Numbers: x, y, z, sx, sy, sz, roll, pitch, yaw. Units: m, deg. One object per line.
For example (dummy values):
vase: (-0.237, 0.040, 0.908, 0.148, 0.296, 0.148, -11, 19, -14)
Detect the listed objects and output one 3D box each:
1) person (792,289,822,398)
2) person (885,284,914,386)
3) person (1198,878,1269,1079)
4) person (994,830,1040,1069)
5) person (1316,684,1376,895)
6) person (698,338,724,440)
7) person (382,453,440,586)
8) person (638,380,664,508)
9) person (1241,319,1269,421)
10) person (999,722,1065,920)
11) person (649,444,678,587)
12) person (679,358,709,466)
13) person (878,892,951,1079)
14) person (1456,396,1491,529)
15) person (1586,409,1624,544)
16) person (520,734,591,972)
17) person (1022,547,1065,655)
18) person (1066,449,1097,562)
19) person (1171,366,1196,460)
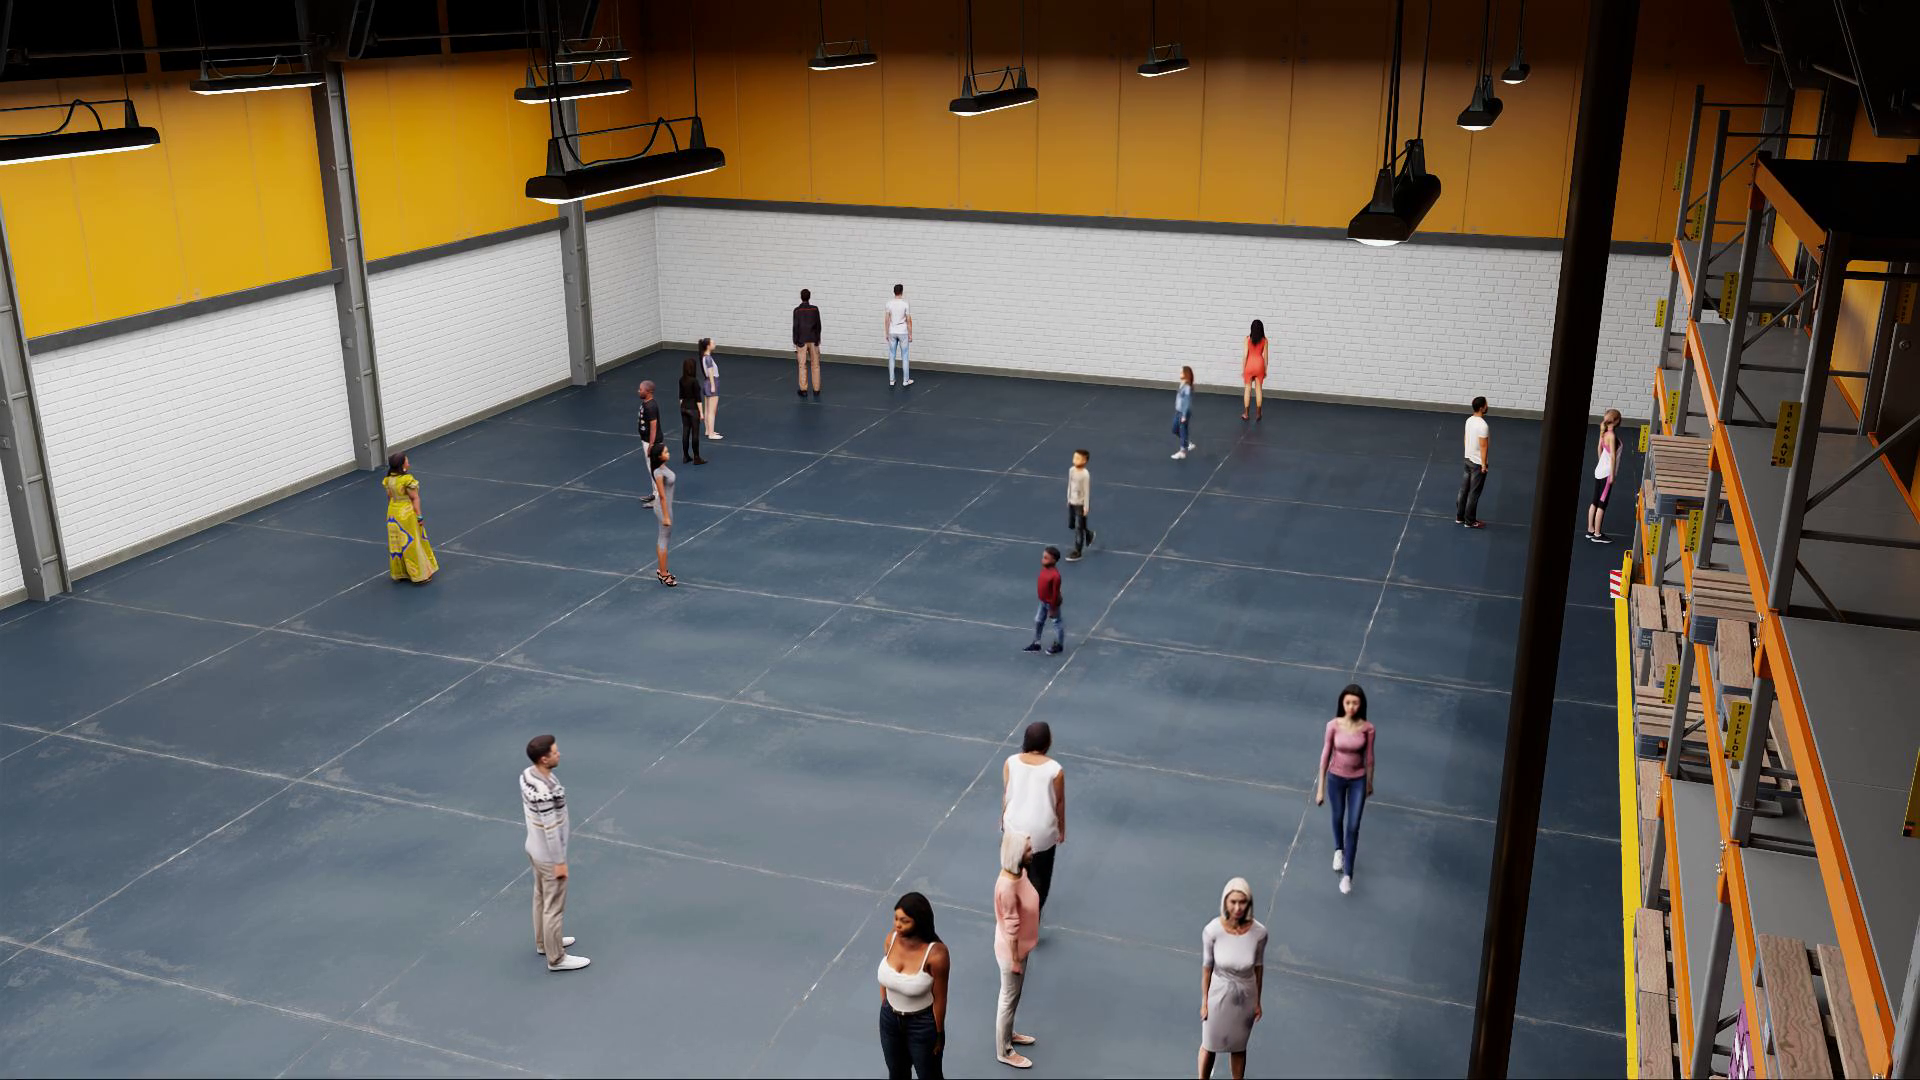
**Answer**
person: (-2.734, -3.538, 29.736, 0.791, 1.924, 0.830, -7, 20, -19)
person: (-1.133, -3.777, 30.561, 0.675, 1.850, 0.564, 5, 19, 13)
person: (1.740, 2.956, 10.726, 0.629, 1.750, 0.621, 0, 19, 0)
person: (0.368, 2.756, 11.361, 0.703, 1.724, 0.526, 3, 19, 8)
person: (3.195, 1.967, 13.721, 0.661, 1.714, 1.033, 5, 19, 14)
person: (-4.067, -2.470, 26.995, 0.727, 1.651, 0.658, -7, 20, -21)
person: (-6.825, -0.277, 20.466, 0.882, 1.660, 0.807, 9, 21, 26)
person: (-4.355, -1.373, 23.494, 0.824, 1.805, 0.729, -5, 19, -15)
person: (4.977, -2.887, 28.123, 0.661, 1.719, 0.635, 0, 19, -1)
person: (0.545, 2.247, 12.962, 0.729, 1.668, 0.970, 8, 20, 22)
person: (-3.644, -0.323, 20.414, 0.722, 1.781, 0.608, -3, 19, -8)
person: (-4.145, -1.984, 25.566, 0.635, 1.641, 0.588, 12, 22, 32)
person: (-0.289, 3.017, 10.450, 0.698, 1.810, 0.683, 12, 22, 33)
person: (6.996, -1.074, 22.609, 0.779, 1.804, 0.666, -4, 19, -13)
person: (8.527, -0.863, 22.007, 0.731, 1.788, 0.581, 0, 19, -1)
person: (-3.094, 2.316, 12.450, 0.804, 1.862, 0.764, -10, 21, -27)
person: (1.054, 0.666, 18.322, 0.784, 1.242, 0.719, -9, 21, -26)
person: (1.581, -0.468, 21.359, 0.896, 1.453, 0.785, -14, 23, -35)
person: (3.533, -1.978, 25.815, 0.769, 1.471, 0.695, -4, 19, -11)
